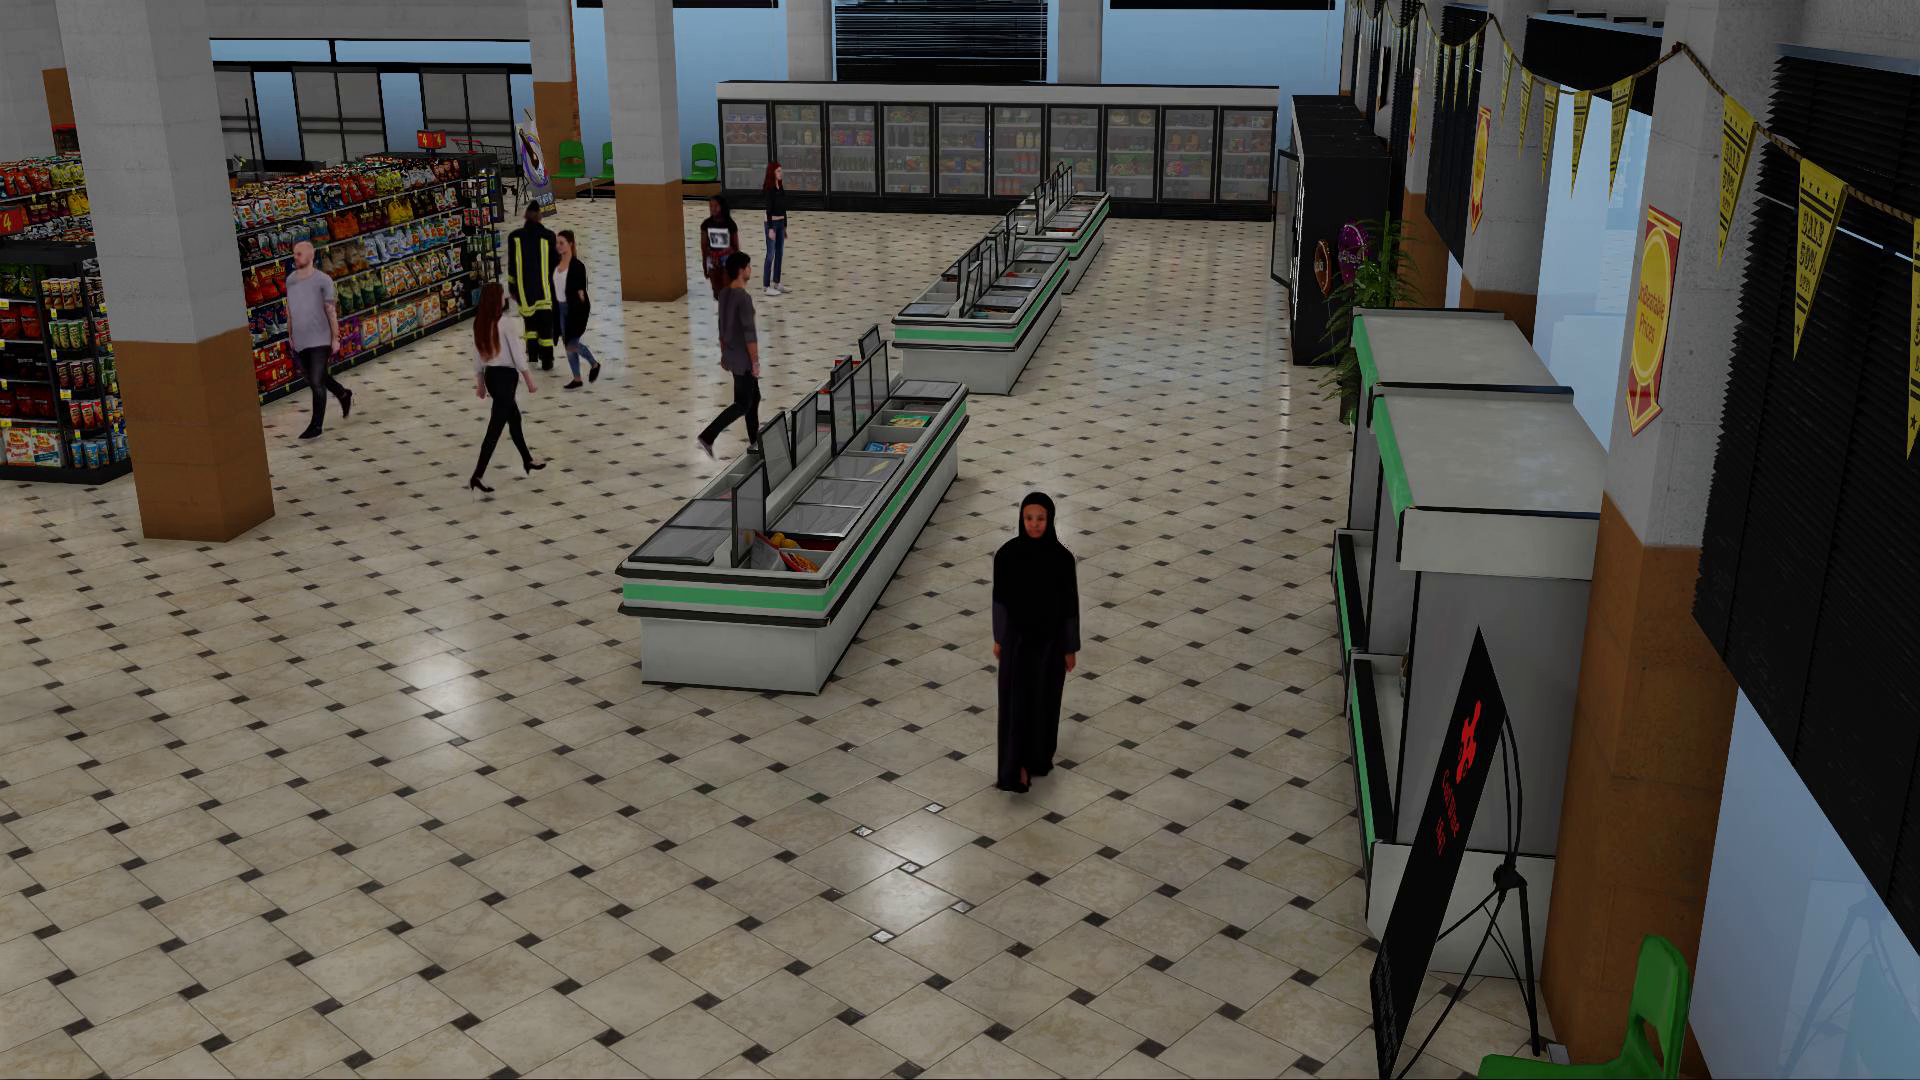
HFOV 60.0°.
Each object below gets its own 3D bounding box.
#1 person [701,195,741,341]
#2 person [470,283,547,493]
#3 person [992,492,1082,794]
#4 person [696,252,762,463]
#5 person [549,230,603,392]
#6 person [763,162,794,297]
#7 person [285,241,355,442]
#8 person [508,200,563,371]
[{"bbox_3d":[-2.798,-3.243,19.804,0.619,1.697,1.009,2,19,6],"label":"person"},{"bbox_3d":[-3.851,-1.209,13.752,0.925,1.710,1.238,12,22,31],"label":"person"},{"bbox_3d":[0.408,0.501,8.846,0.683,1.605,1.022,1,19,4],"label":"person"},{"bbox_3d":[-2.018,-1.581,14.681,1.154,1.820,1.129,-11,22,-30],"label":"person"},{"bbox_3d":[-3.978,-2.387,17.305,0.798,1.673,0.876,14,23,36],"label":"person"},{"bbox_3d":[-2.512,-4.223,22.568,0.676,1.787,0.538,9,21,25],"label":"person"},{"bbox_3d":[-6.005,-1.884,15.595,0.817,1.811,1.195,7,20,19],"label":"person"},{"bbox_3d":[-4.632,-2.756,18.118,0.872,1.852,0.841,-2,19,-5],"label":"person"}]
